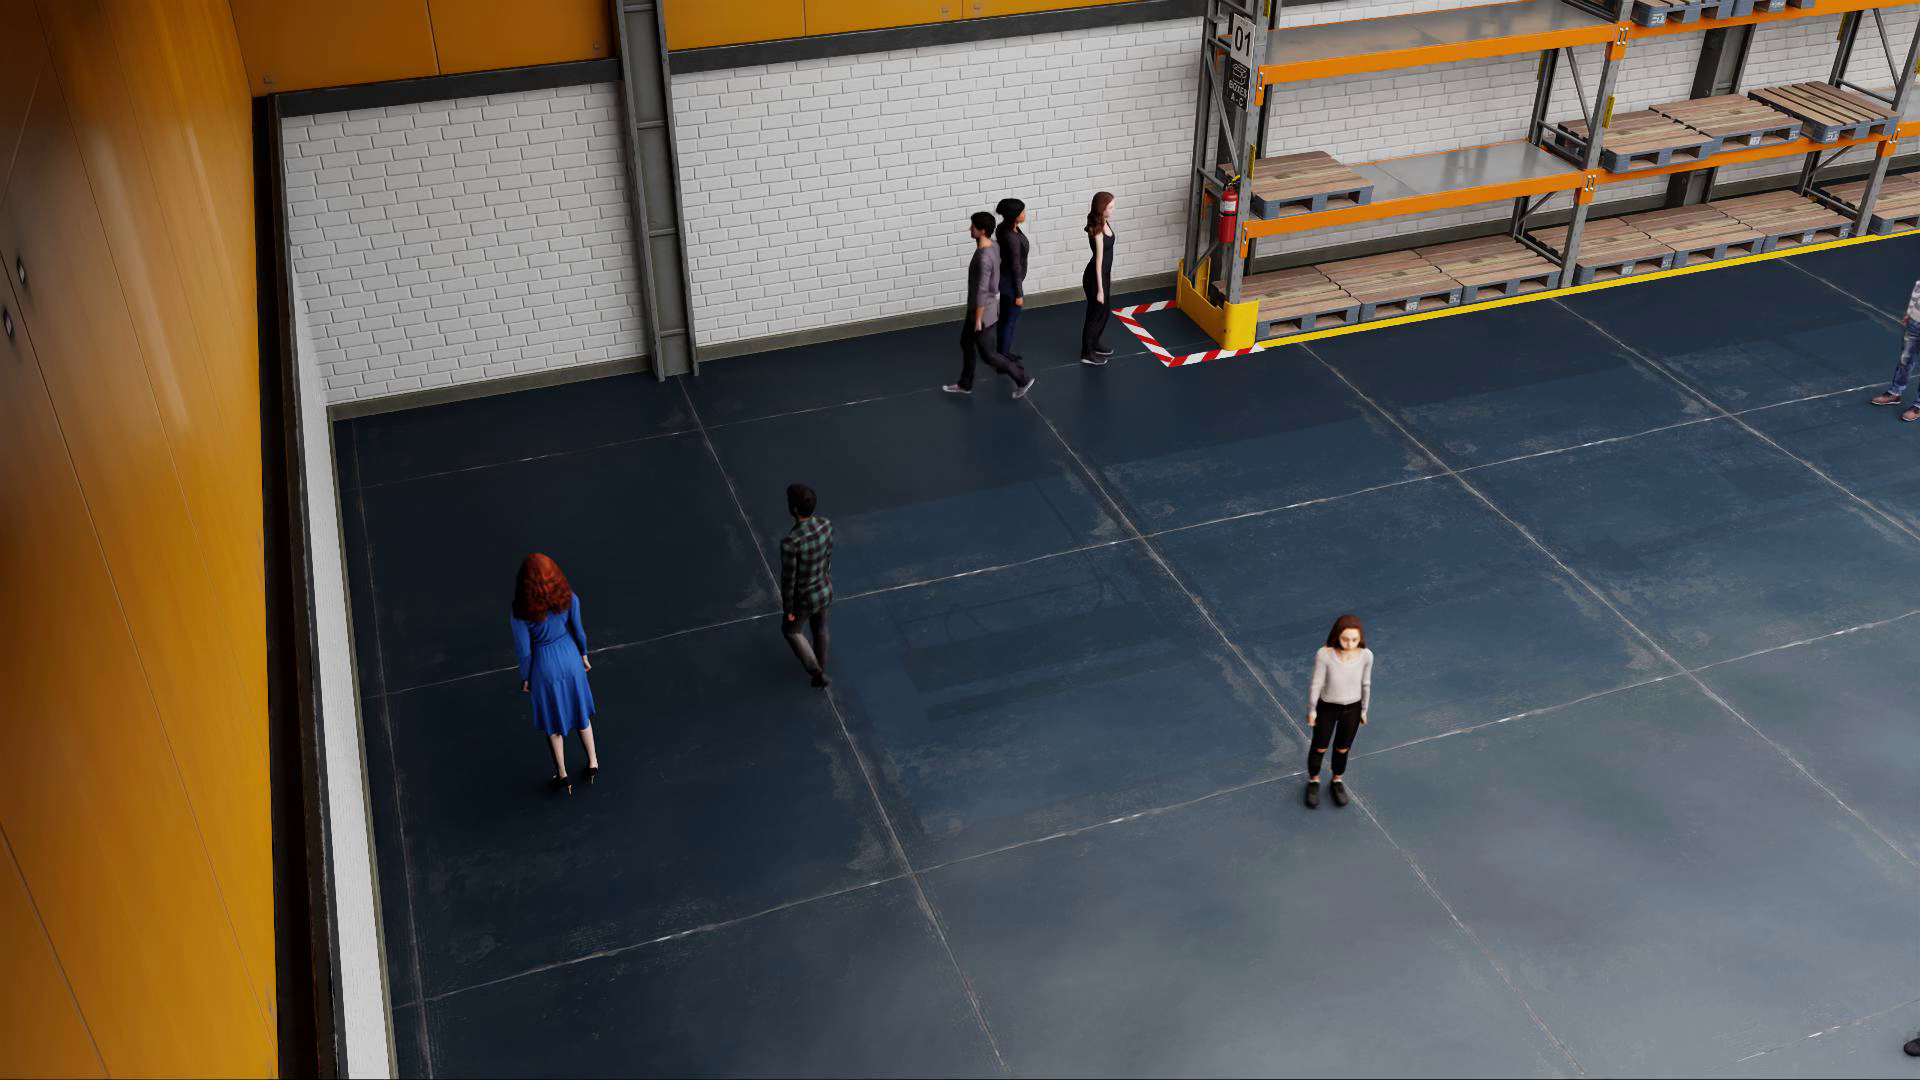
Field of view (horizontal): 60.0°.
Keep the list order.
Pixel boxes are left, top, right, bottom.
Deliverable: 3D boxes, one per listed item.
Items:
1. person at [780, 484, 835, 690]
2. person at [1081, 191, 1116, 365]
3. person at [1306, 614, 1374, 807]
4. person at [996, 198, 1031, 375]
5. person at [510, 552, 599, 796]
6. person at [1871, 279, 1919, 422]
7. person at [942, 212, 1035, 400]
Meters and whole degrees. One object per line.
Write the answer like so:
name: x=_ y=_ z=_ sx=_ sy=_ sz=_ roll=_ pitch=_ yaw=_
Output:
person: x=-1.026 y=0.388 z=11.827 sx=0.859 sy=1.704 sz=0.812 roll=28 pitch=43 yaw=35
person: x=1.299 y=-2.502 z=15.845 sx=0.702 sy=1.740 sz=0.680 roll=7 pitch=34 yaw=10
person: x=2.429 y=1.070 z=10.700 sx=0.511 sy=1.485 sz=0.656 roll=-1 pitch=34 yaw=-2
person: x=0.458 y=-2.394 z=15.676 sx=0.591 sy=1.746 sz=0.655 roll=-5 pitch=34 yaw=-8
person: x=-2.602 y=0.871 z=10.692 sx=0.573 sy=1.827 sz=0.722 roll=-19 pitch=38 yaw=-26
person: x=8.751 y=-1.975 z=14.950 sx=0.523 sy=1.852 sz=0.656 roll=-13 pitch=36 yaw=-19
person: x=0.294 y=-2.092 z=15.153 sx=1.221 sy=1.822 sz=1.004 roll=3 pitch=34 yaw=4
